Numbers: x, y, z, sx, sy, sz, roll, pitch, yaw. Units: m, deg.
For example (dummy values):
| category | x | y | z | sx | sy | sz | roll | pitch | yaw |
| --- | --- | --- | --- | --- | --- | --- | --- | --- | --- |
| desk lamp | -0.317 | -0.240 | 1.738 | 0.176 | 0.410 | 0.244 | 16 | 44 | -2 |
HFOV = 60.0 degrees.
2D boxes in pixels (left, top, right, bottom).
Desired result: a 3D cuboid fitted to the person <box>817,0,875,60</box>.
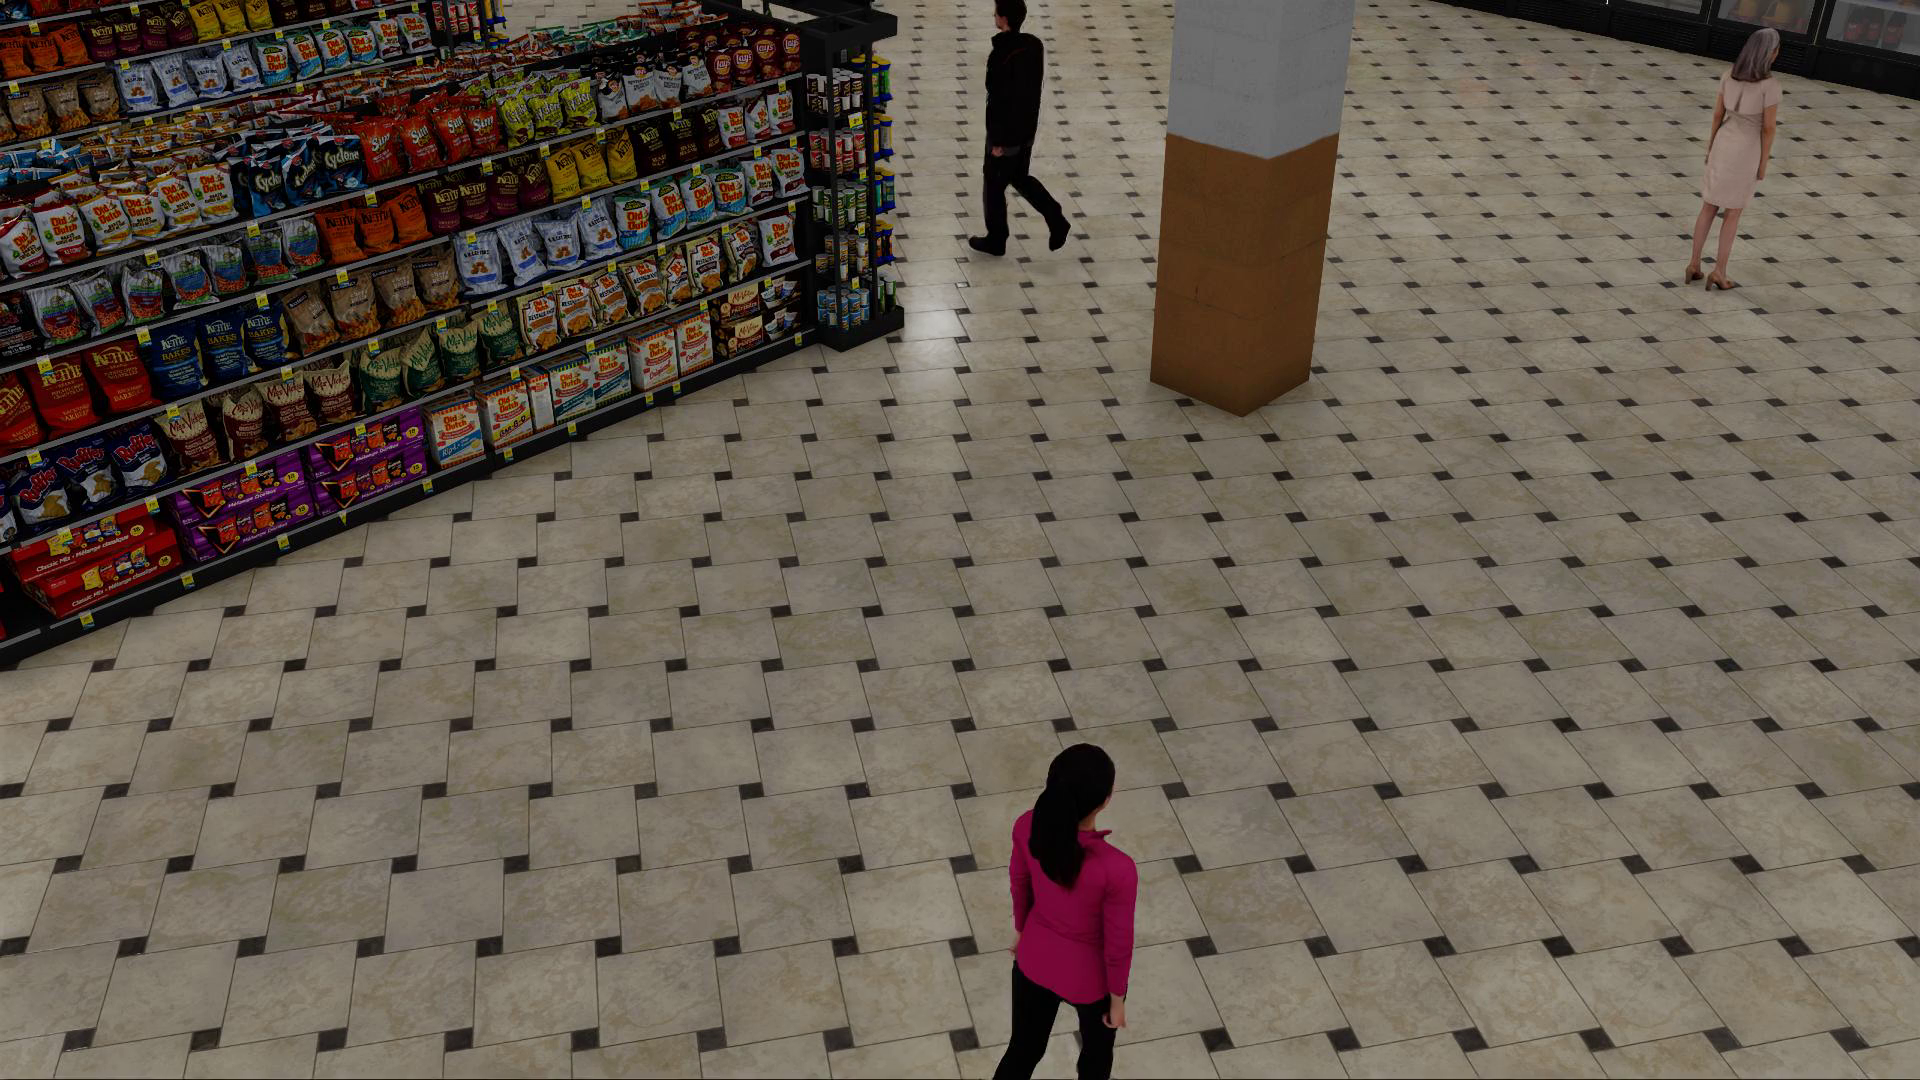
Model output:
| category | x | y | z | sx | sy | sz | roll | pitch | yaw |
| --- | --- | --- | --- | --- | --- | --- | --- | --- | --- |
| person | -0.853 | -3.843 | 13.257 | 1.048 | 1.626 | 0.809 | -20 | 37 | -28 |

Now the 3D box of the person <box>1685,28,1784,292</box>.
| category | x | y | z | sx | sy | sz | roll | pitch | yaw |
| --- | --- | --- | --- | --- | --- | --- | --- | --- | --- |
| person | 5.128 | -2.504 | 11.002 | 0.603 | 1.736 | 0.636 | -20 | 37 | -29 |

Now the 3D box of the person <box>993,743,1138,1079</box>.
| category | x | y | z | sx | sy | sz | roll | pitch | yaw |
| --- | --- | --- | --- | --- | --- | --- | --- | --- | --- |
| person | 0.266 | 1.322 | 4.909 | 0.718 | 1.676 | 1.071 | 20 | 37 | 29 |

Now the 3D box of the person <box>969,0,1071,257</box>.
| category | x | y | z | sx | sy | sz | roll | pitch | yaw |
| --- | --- | --- | --- | --- | --- | --- | --- | --- | --- |
| person | 0.433 | -2.788 | 11.378 | 0.863 | 1.820 | 0.952 | 21 | 37 | 30 |
